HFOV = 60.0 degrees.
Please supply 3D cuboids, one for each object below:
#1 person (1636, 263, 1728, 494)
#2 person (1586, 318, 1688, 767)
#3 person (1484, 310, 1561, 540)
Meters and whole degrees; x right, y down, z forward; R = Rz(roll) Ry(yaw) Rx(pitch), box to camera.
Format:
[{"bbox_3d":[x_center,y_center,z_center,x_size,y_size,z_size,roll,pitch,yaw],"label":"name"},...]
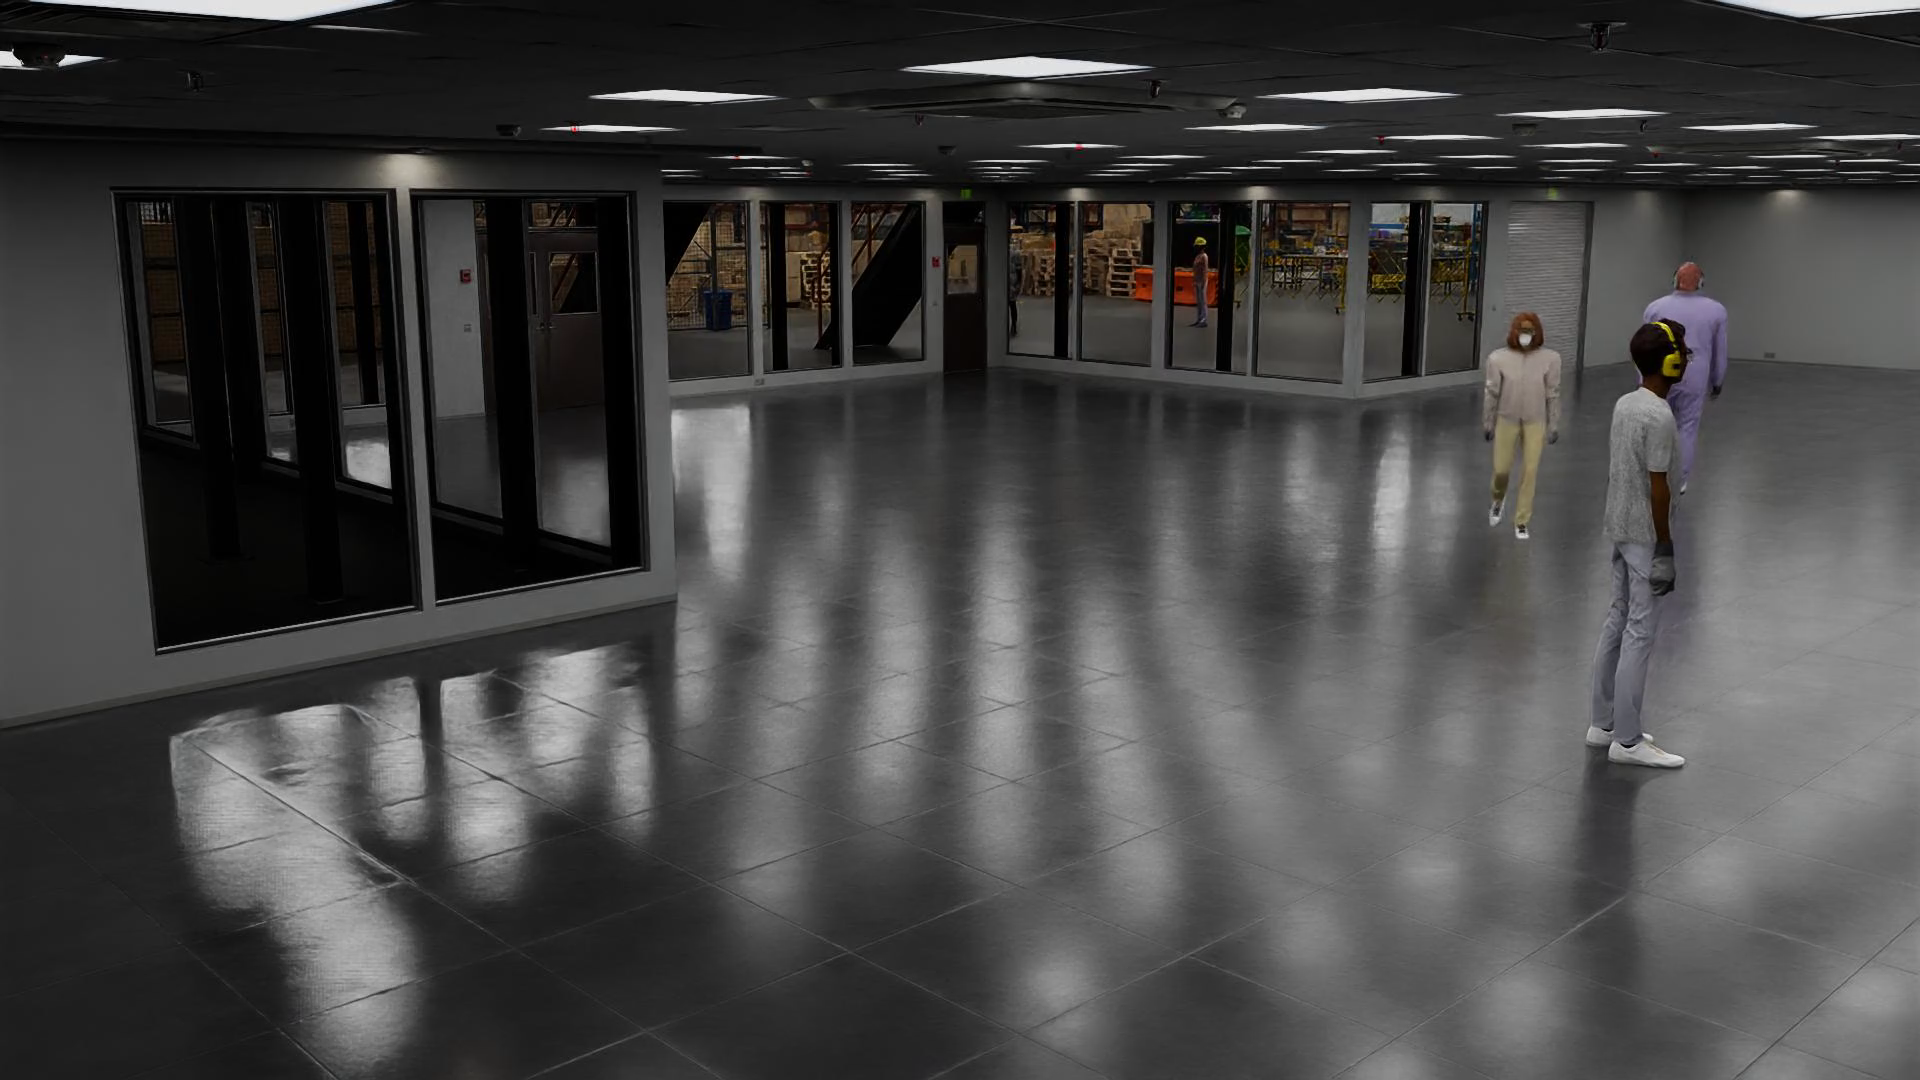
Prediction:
[{"bbox_3d":[5.984,-1.349,13.815,0.678,1.868,0.911,5,12,22],"label":"person"},{"bbox_3d":[2.884,0.012,6.996,0.328,1.877,0.515,0,11,0],"label":"person"},{"bbox_3d":[3.967,-0.813,11.762,0.512,1.623,0.388,3,12,13],"label":"person"}]
